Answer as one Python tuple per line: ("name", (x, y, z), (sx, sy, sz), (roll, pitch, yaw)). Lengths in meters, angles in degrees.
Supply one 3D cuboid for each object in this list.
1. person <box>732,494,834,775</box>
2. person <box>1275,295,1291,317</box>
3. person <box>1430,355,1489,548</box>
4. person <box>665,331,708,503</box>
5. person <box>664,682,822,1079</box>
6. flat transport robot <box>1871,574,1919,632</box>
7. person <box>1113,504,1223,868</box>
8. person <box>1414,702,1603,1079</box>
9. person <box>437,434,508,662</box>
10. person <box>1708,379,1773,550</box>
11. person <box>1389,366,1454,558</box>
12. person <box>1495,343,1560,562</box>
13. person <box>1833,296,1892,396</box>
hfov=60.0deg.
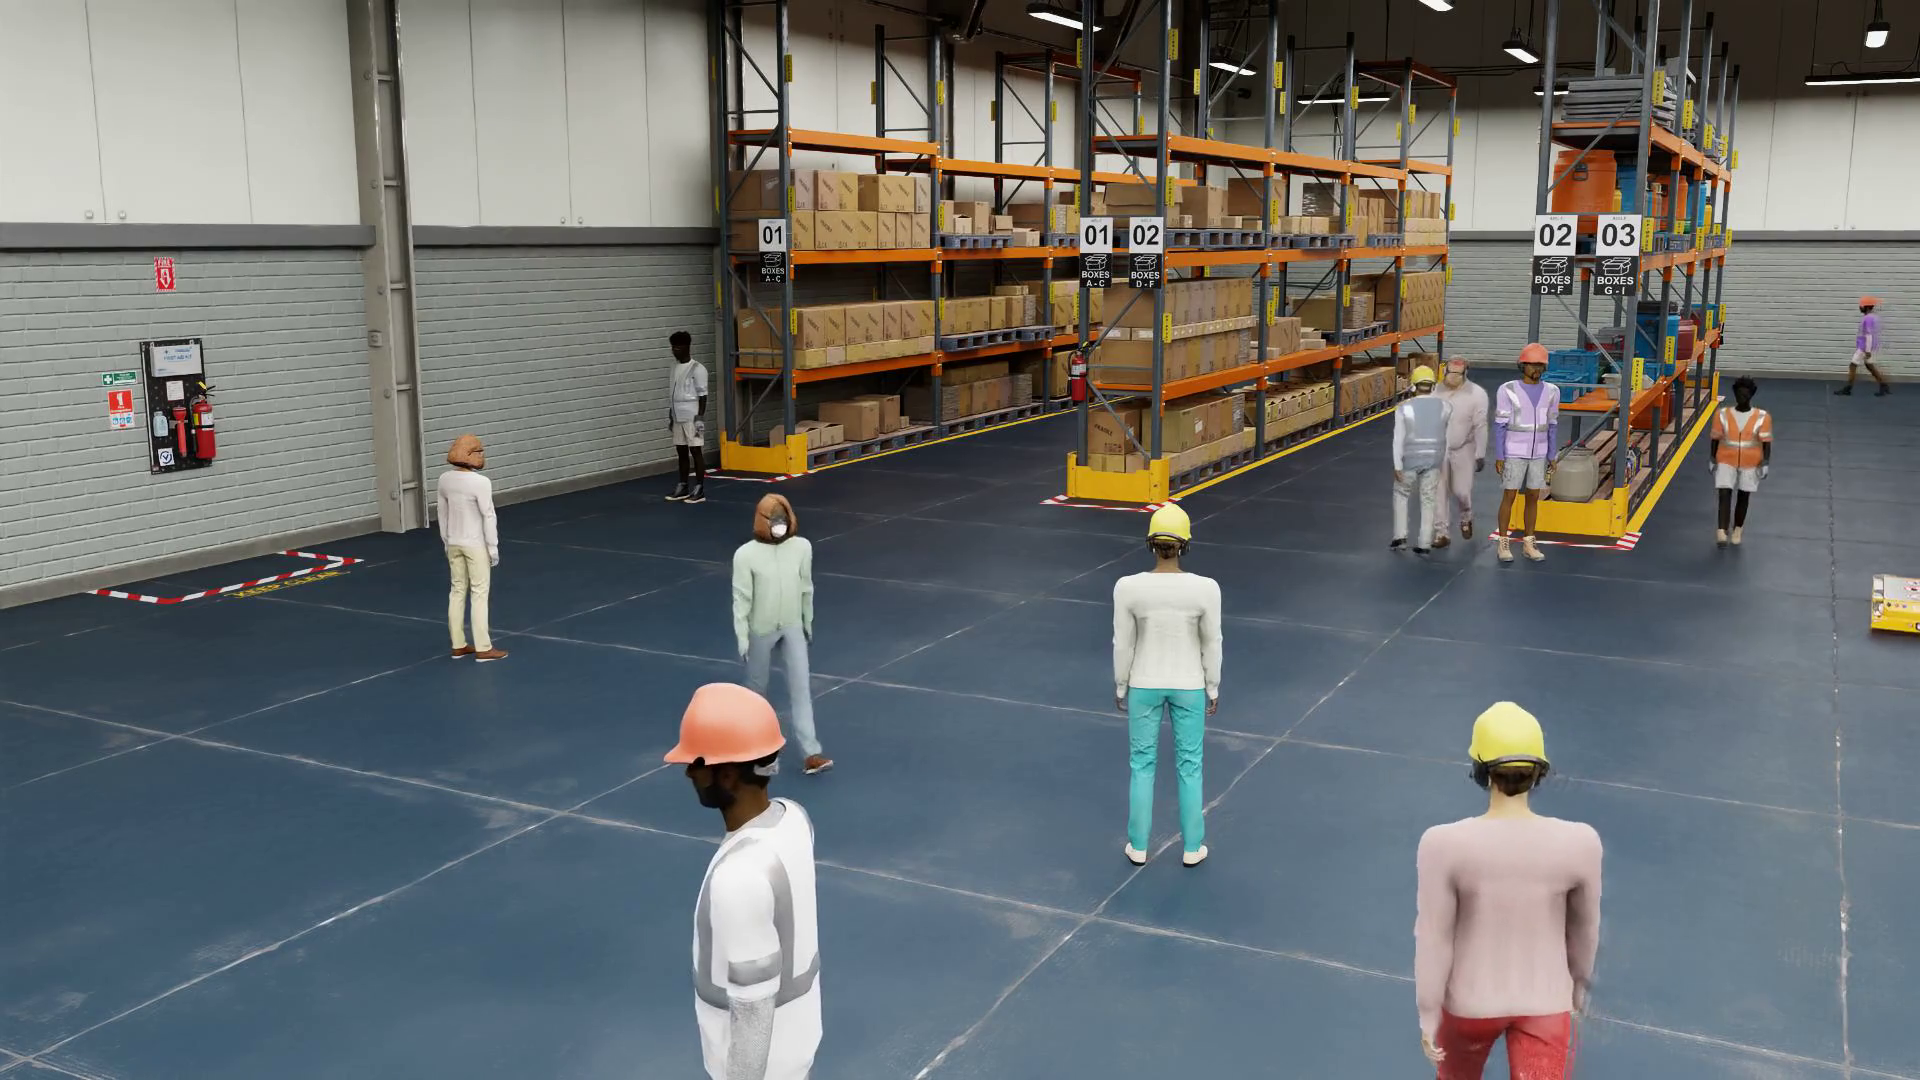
("person", (-1.018, 0.539, 9.360), (0.530, 1.586, 0.840), (-6, 12, -28))
("person", (7.654, -4.981, 39.356), (0.501, 1.633, 0.285), (-5, 11, -23))
("person", (4.811, -0.867, 16.240), (0.669, 1.883, 0.499), (7, 12, 32))
("person", (-3.125, -1.401, 18.947), (0.600, 1.959, 0.381), (9, 14, 42))
("person", (-0.548, 1.306, 4.257), (0.377, 1.932, 0.552), (1, 10, 6))
("flat transport robot", (7.602, 0.501, 13.186), (0.652, 0.197, 1.431), (6, 12, 28))
("person", (0.993, 0.705, 7.993), (0.523, 1.769, 0.309), (1, 10, 8))
("person", (1.568, 1.319, 4.789), (0.527, 1.722, 0.921), (2, 11, 10))
("person", (-3.505, 0.054, 11.903), (0.507, 1.632, 0.267), (6, 12, 29))
("person", (7.536, -0.726, 16.083), (0.555, 1.645, 0.856), (5, 11, 24))
("person", (4.355, -0.748, 15.795), (0.579, 1.806, 0.567), (0, 10, -1))
("person", (5.286, -0.814, 15.510), (0.608, 2.048, 0.365), (-1, 10, -7))
("person", (17.174, -3.656, 31.423), (0.956, 1.904, 0.555), (6, 12, 29))
